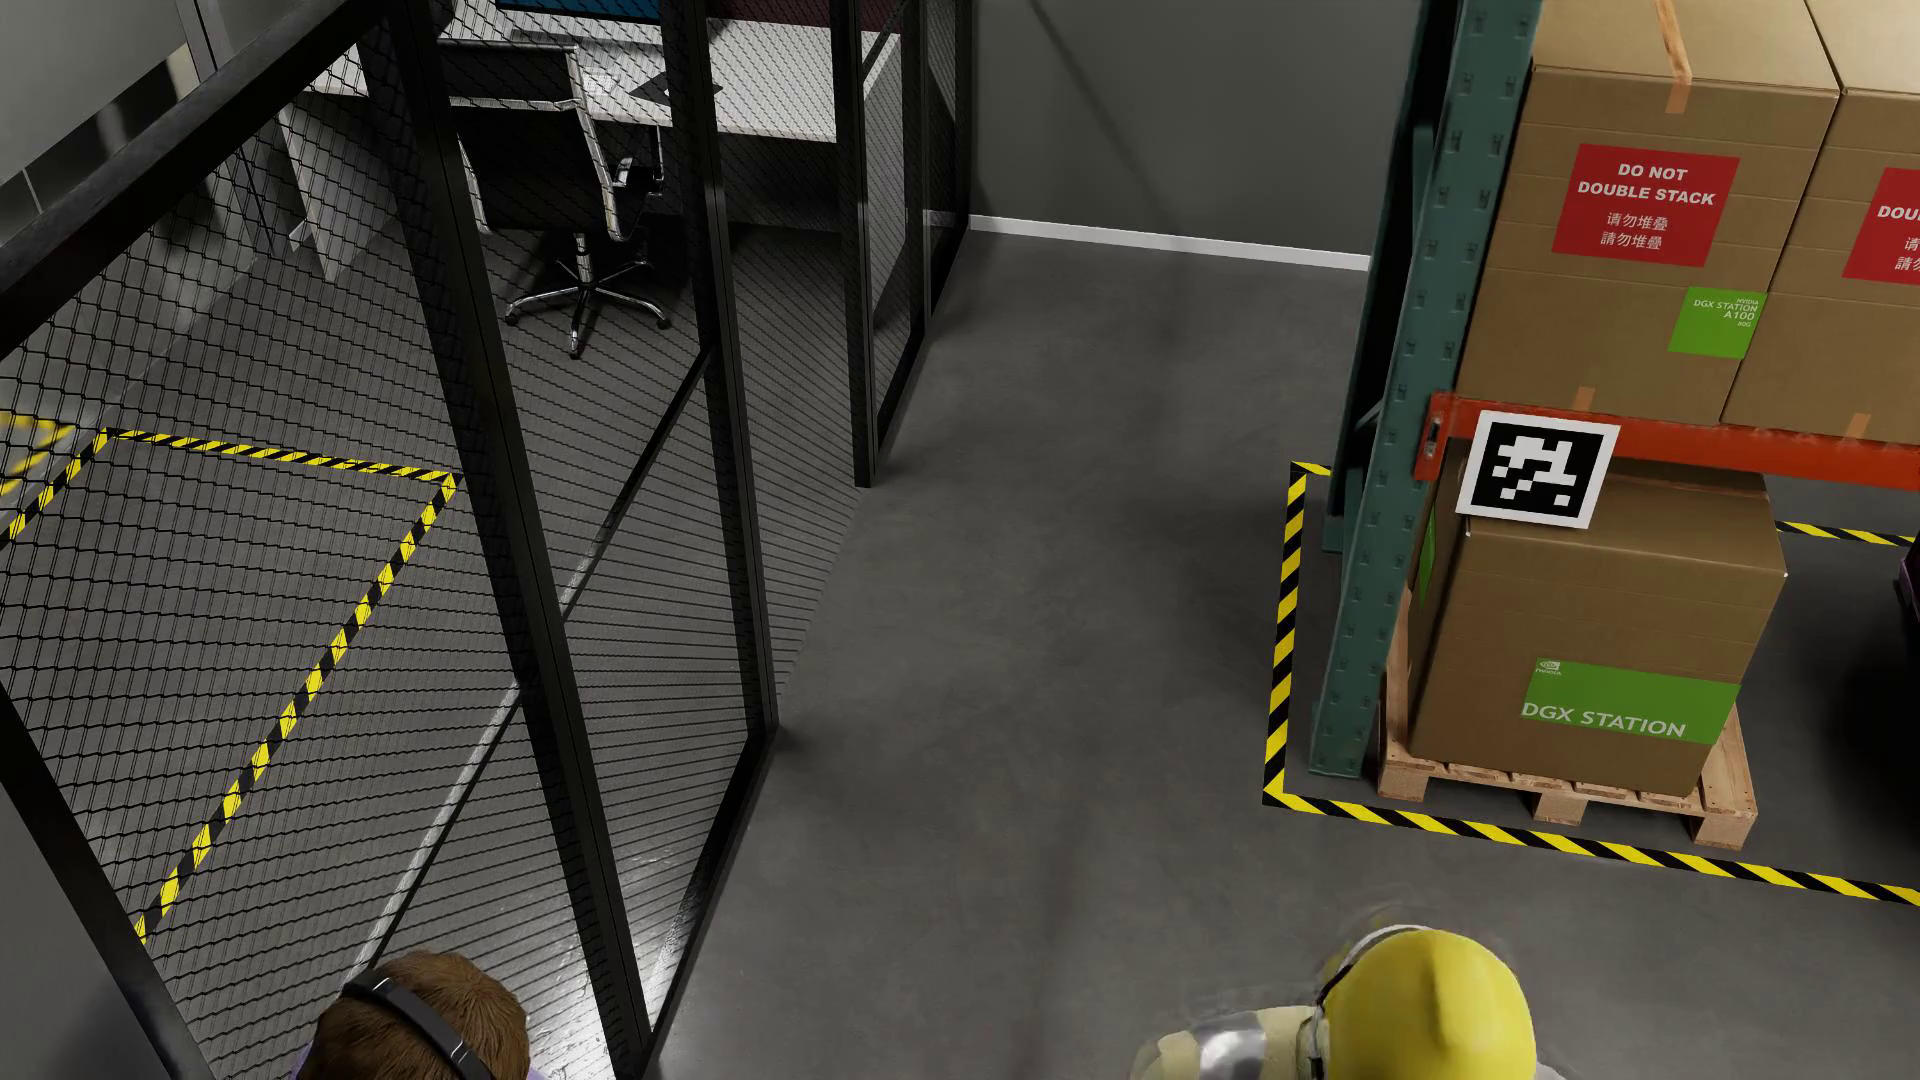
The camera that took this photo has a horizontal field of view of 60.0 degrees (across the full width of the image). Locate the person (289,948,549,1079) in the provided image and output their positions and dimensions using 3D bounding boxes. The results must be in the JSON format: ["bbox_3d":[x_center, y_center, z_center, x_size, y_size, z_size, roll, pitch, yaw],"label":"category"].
[{"bbox_3d":[-0.523,1.152,2.172,0.632,1.939,0.372,19,44,20],"label":"person"}]

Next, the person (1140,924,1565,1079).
[{"bbox_3d":[0.484,1.109,2.325,0.596,1.796,0.806,8,42,9],"label":"person"}]
